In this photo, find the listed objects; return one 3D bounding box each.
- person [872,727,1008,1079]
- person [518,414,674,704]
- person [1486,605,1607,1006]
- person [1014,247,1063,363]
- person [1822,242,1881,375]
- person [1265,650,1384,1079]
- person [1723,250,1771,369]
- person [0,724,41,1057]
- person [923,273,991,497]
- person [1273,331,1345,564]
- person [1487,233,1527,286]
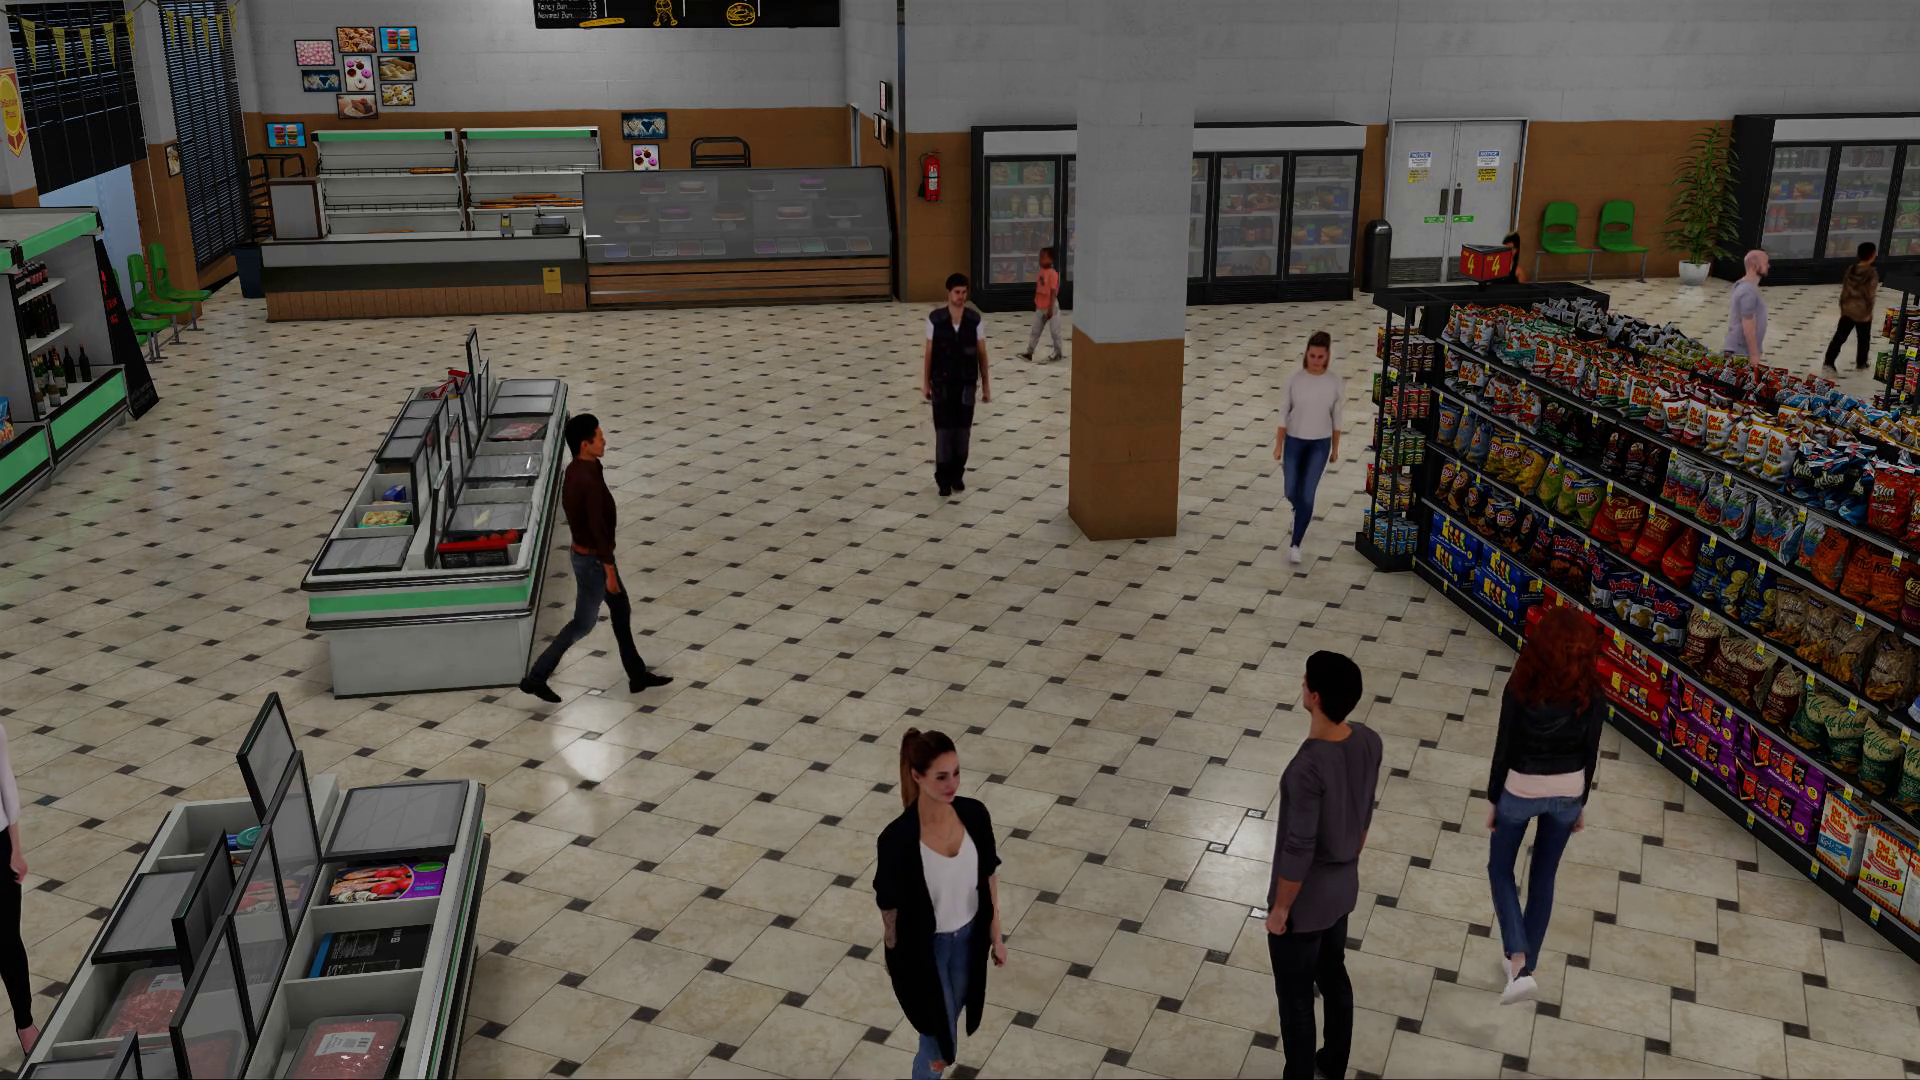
[{"bbox_3d":[-0.133,1.431,6.035,0.768,1.667,0.837,-13,23,-35],"label":"person"},{"bbox_3d":[-2.227,0.157,9.692,0.847,1.744,1.125,-6,20,-18],"label":"person"},{"bbox_3d":[2.363,1.133,6.752,0.749,1.773,0.971,3,19,8],"label":"person"},{"bbox_3d":[1.036,-2.623,18.652,0.783,1.288,0.834,-13,23,-34],"label":"person"},{"bbox_3d":[9.645,-2.469,17.976,0.902,1.428,1.021,-12,22,-32],"label":"person"},{"bbox_3d":[1.331,1.281,6.189,0.746,1.853,0.755,-18,25,-42],"label":"person"},{"bbox_3d":[7.023,-1.710,15.178,1.192,1.777,1.266,8,20,22],"label":"person"},{"bbox_3d":[-3.831,1.258,6.404,0.660,1.759,0.643,-12,22,-33],"label":"person"},{"bbox_3d":[-0.061,-1.328,13.945,0.685,1.840,0.795,-3,19,-9],"label":"person"},{"bbox_3d":[2.582,-0.706,12.316,0.890,1.702,1.109,5,19,15],"label":"person"},{"bbox_3d":[5.664,-2.364,17.313,0.755,1.653,0.816,13,23,34],"label":"person"}]
